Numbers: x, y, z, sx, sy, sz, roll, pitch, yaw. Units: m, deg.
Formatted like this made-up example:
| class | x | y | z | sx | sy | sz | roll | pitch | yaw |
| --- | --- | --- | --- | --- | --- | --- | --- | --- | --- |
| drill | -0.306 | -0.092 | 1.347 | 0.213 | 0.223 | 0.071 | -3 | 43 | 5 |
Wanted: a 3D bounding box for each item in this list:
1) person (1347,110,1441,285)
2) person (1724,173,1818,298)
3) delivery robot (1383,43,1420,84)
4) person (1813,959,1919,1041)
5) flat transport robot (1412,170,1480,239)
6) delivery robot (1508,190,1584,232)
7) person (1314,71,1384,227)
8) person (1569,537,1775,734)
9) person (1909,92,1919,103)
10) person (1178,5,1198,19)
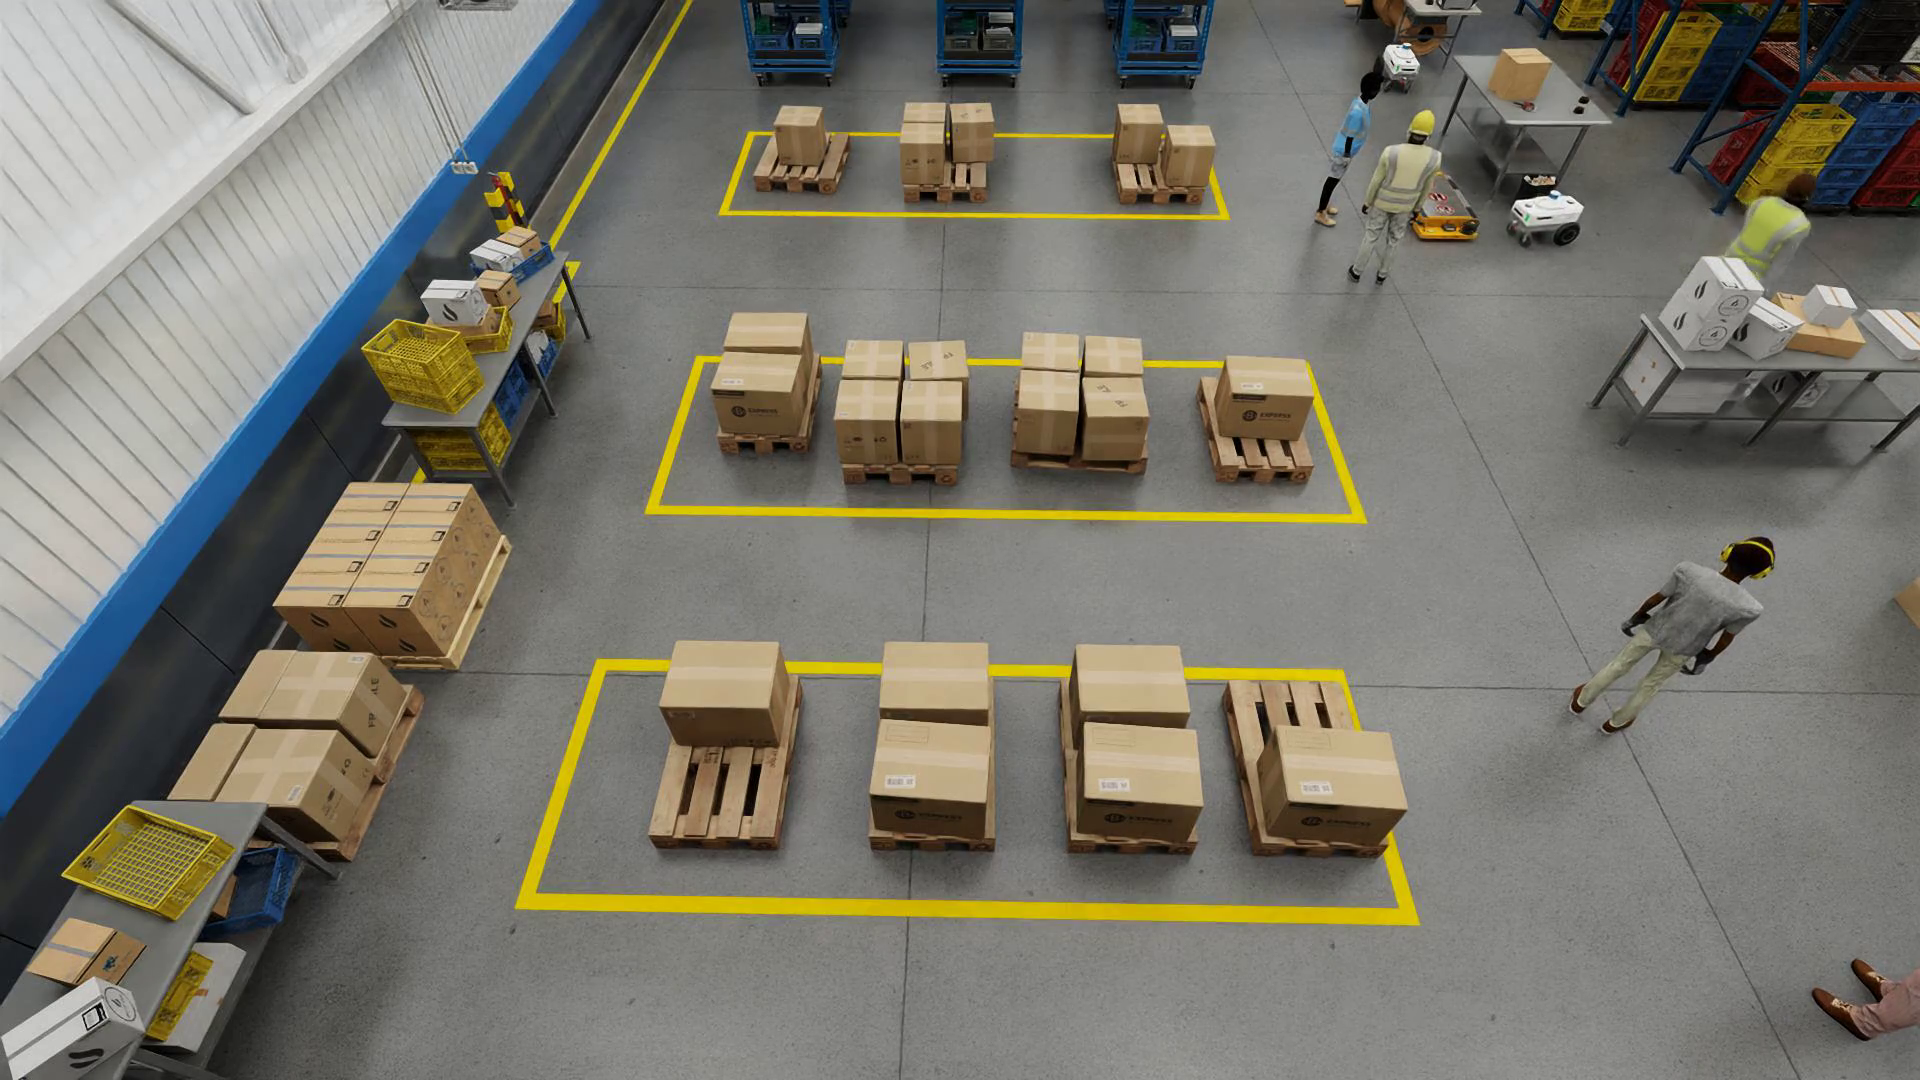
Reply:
| class | x | y | z | sx | sy | sz | roll | pitch | yaw |
| --- | --- | --- | --- | --- | --- | --- | --- | --- | --- |
| person | 4.515 | -3.529 | 9.543 | 0.591 | 1.833 | 0.404 | 10 | 50 | 9 |
| person | 7.555 | -2.599 | 8.748 | 0.507 | 1.816 | 0.653 | -9 | 50 | -7 |
| delivery robot | 6.382 | -6.917 | 13.256 | 0.477 | 0.478 | 0.707 | 2 | 49 | 2 |
| person | 5.221 | 2.081 | 4.641 | 0.651 | 1.904 | 0.403 | -19 | 52 | -15 |
| flat transport robot | 5.692 | -4.094 | 11.059 | 0.652 | 0.197 | 1.431 | 1 | 49 | 1 |
| delivery robot | 6.725 | -3.767 | 10.530 | 0.707 | 0.478 | 0.477 | -6 | 49 | -5 |
| person | 4.404 | -4.445 | 10.425 | 0.322 | 1.696 | 0.530 | 19 | 52 | 15 |
| person | 4.589 | 0.633 | 5.916 | 0.328 | 1.875 | 0.513 | -33 | 57 | -25 |
| person | 13.879 | -6.964 | 12.482 | 0.573 | 1.887 | 0.355 | -18 | 51 | -15 |
| person | 3.779 | -9.211 | 14.593 | 0.324 | 1.631 | 0.514 | -30 | 55 | -23 |
